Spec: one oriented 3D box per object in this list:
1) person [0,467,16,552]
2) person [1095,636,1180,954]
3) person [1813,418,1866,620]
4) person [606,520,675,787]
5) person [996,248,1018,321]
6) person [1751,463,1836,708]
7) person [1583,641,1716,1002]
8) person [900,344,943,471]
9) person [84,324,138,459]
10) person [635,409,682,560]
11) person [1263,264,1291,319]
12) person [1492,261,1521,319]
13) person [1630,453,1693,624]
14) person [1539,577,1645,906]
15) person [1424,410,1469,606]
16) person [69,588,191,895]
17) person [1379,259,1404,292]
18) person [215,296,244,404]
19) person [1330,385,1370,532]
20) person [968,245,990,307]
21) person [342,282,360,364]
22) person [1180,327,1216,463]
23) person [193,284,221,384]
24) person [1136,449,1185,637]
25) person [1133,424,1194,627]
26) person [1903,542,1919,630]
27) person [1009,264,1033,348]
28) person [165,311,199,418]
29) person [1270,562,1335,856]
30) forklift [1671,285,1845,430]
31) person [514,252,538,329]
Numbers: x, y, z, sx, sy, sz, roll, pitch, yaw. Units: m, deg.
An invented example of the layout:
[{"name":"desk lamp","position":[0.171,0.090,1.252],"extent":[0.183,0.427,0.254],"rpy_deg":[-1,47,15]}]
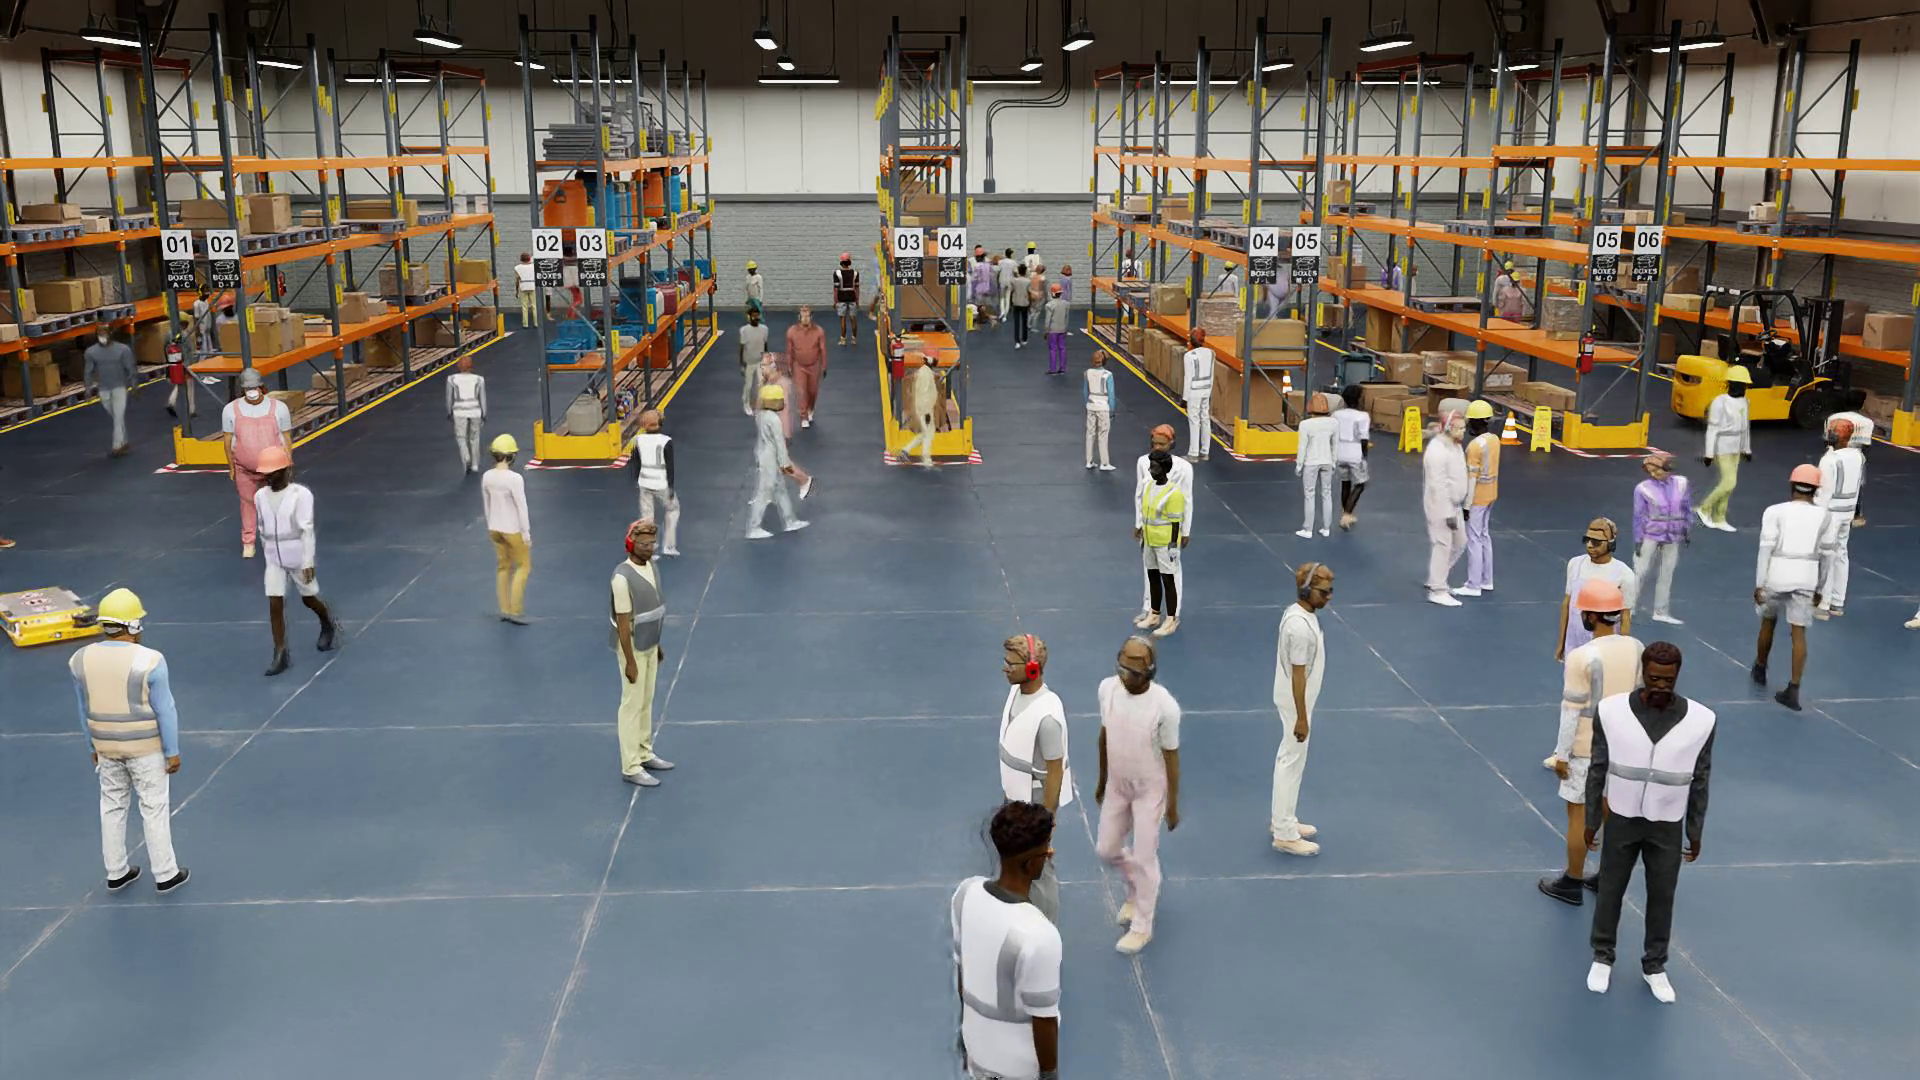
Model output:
[{"name":"person","position":[-10.582,-0.851,17.971],"extent":[0.384,1.993,0.622],"rpy_deg":[-1,13,-3]},{"name":"person","position":[0.964,1.358,9.005],"extent":[0.534,1.818,0.513],"rpy_deg":[11,17,39]},{"name":"person","position":[8.105,-0.198,15.442],"extent":[0.583,1.882,0.337],"rpy_deg":[-8,15,-30]},{"name":"person","position":[-2.217,0.762,11.470],"extent":[0.396,1.839,0.564],"rpy_deg":[3,14,11]},{"name":"person","position":[1.196,-6.461,42.047],"extent":[0.542,1.842,0.563],"rpy_deg":[3,14,12]},{"name":"person","position":[6.611,0.333,13.255],"extent":[0.585,1.852,1.005],"rpy_deg":[4,14,15]},{"name":"person","position":[3.504,1.422,8.524],"extent":[0.586,1.912,0.383],"rpy_deg":[4,14,18]},{"name":"person","position":[-0.496,-1.785,22.489],"extent":[0.523,1.733,0.575],"rpy_deg":[0,13,0]},{"name":"person","position":[-12.037,-2.113,23.565],"extent":[0.653,1.883,1.029],"rpy_deg":[-2,13,-7]},{"name":"person","position":[-3.194,-0.582,17.614],"extent":[0.537,1.615,0.579],"rpy_deg":[7,15,28]},{"name":"person","position":[7.311,-5.738,38.575],"extent":[0.688,2.000,0.796],"rpy_deg":[-6,15,-25]},{"name":"person","position":[12.408,-5.418,37.747],"extent":[0.597,1.797,0.913],"rpy_deg":[0,13,0]},{"name":"person","position":[6.393,-0.009,15.233],"extent":[0.605,1.614,0.330],"rpy_deg":[-1,13,-4]},{"name":"person","position":[3.644,1.162,9.597],"extent":[0.543,1.931,0.388],"rpy_deg":[-6,14,-23]},{"name":"person","position":[4.664,-0.311,15.908],"extent":[0.438,1.891,0.659],"rpy_deg":[9,16,34]},{"name":"person","position":[-4.842,1.182,9.739],"extent":[0.587,1.823,0.404],"rpy_deg":[2,13,7]},{"name":"person","position":[10.118,-5.758,39.120],"extent":[0.429,1.836,0.630],"rpy_deg":[-10,16,-36]},{"name":"person","position":[-12.262,-3.175,28.064],"extent":[0.539,1.867,1.002],"rpy_deg":[-3,14,-11]},{"name":"person","position":[4.480,-0.940,19.059],"extent":[0.571,1.657,0.742],"rpy_deg":[12,18,42]},{"name":"person","position":[0.481,-6.493,42.032],"extent":[0.591,1.922,0.392],"rpy_deg":[-4,14,-16]},{"name":"person","position":[-12.366,-4.463,33.865],"extent":[0.497,1.717,0.789],"rpy_deg":[-1,13,-4]},{"name":"person","position":[3.302,-2.017,23.152],"extent":[0.572,1.883,0.358],"rpy_deg":[-11,17,-39]},{"name":"person","position":[-14.003,-3.821,30.850],"extent":[0.329,1.860,0.511],"rpy_deg":[0,13,-2]},{"name":"person","position":[1.801,0.019,14.944],"extent":[0.319,1.694,0.532],"rpy_deg":[-7,15,-29]},{"name":"person","position":[1.840,-0.126,15.158],"extent":[0.576,1.880,0.369],"rpy_deg":[10,17,37]},{"name":"person","position":[8.854,-0.048,14.891],"extent":[0.345,1.847,0.504],"rpy_deg":[-6,15,-25]},{"name":"person","position":[1.335,-5.140,36.519],"extent":[0.513,1.828,0.975],"rpy_deg":[1,13,3]},{"name":"person","position":[-12.589,-2.816,26.842],"extent":[0.551,1.737,0.596],"rpy_deg":[2,13,7]},{"name":"person","position":[2.115,1.032,10.330],"extent":[0.339,1.838,0.508],"rpy_deg":[2,14,10]},{"name":"forklift","position":[12.503,-2.886,26.166],"extent":[2.313,2.155,1.214],"rpy_deg":[-1,13,-3]},{"name":"person","position":[-10.438,-6.003,40.122],"extent":[0.564,1.841,0.391],"rpy_deg":[-7,15,-27]}]
